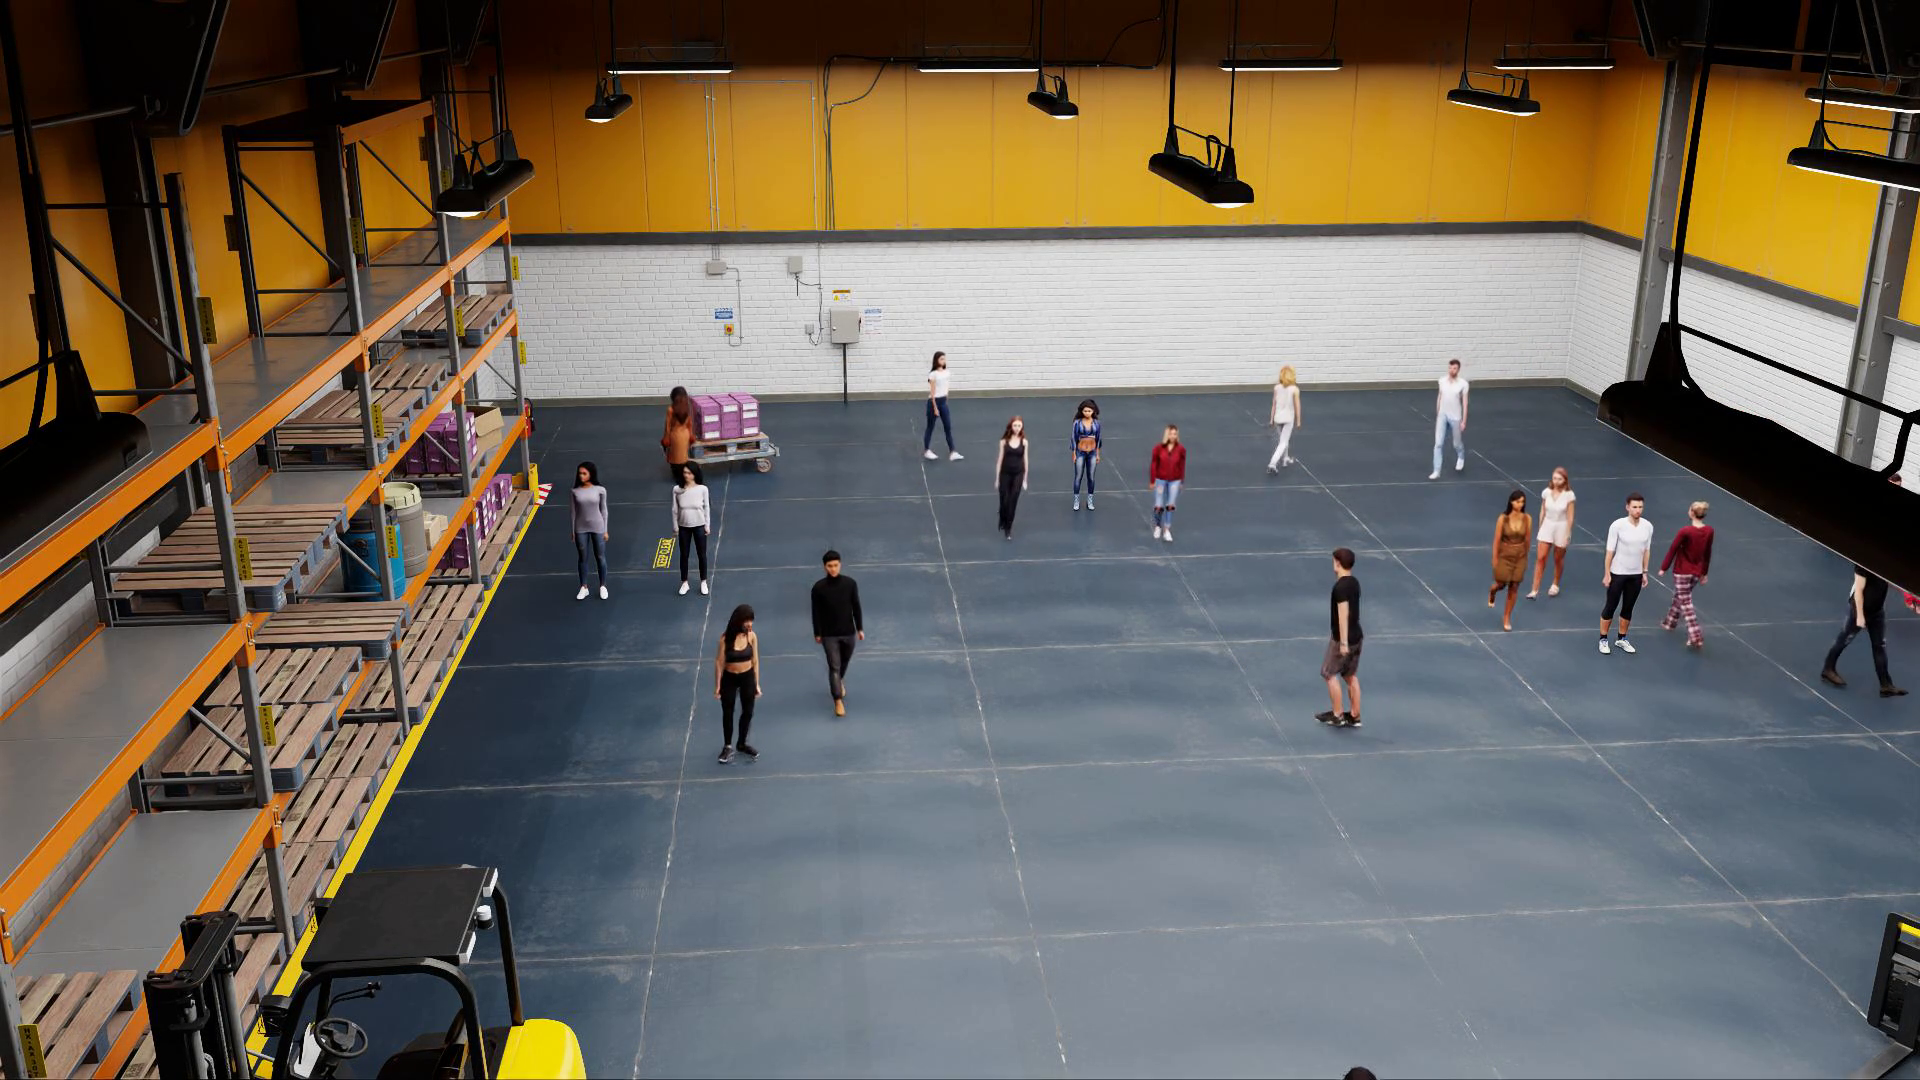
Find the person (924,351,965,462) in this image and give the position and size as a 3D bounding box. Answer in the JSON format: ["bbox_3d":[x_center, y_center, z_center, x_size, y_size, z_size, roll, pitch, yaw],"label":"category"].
[{"bbox_3d":[-0.431,-2.091,26.118,0.960,1.742,1.078,-16,24,-39],"label":"person"}]

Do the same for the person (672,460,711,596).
[{"bbox_3d":[-3.292,-0.166,20.466,0.606,1.700,0.526,-1,19,-3],"label":"person"}]

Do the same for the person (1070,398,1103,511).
[{"bbox_3d":[1.800,-1.218,23.724,0.595,1.616,0.538,-1,19,-3],"label":"person"}]

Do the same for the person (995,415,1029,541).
[{"bbox_3d":[0.691,-0.871,22.526,0.613,1.723,0.718,-1,19,-4],"label":"person"}]

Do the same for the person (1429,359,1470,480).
[{"bbox_3d":[7.494,-1.854,25.295,1.154,1.818,1.240,13,23,34],"label":"person"}]

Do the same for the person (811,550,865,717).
[{"bbox_3d":[-1.275,0.906,17.293,0.813,1.695,1.136,-5,19,-15],"label":"person"}]

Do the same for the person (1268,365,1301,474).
[{"bbox_3d":[4.935,-1.827,25.498,1.070,1.637,1.128,16,24,39],"label":"person"}]

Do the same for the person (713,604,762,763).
[{"bbox_3d":[-2.143,1.369,16.035,0.661,1.621,0.640,-3,19,-9],"label":"person"}]

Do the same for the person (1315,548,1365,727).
[{"bbox_3d":[3.943,1.021,16.760,0.921,1.817,0.844,7,20,19],"label":"person"}]

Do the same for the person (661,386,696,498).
[{"bbox_3d":[-3.999,-1.354,23.987,1.096,1.705,1.046,15,23,37],"label":"person"}]

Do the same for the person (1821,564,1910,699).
[{"bbox_3d":[9.495,0.724,17.603,0.913,1.841,1.275,-7,20,-20],"label":"person"}]

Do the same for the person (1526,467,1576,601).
[{"bbox_3d":[7.299,-0.087,20.301,0.993,1.656,1.110,12,22,32],"label":"person"}]

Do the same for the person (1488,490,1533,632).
[{"bbox_3d":[6.398,0.212,19.381,0.594,1.677,0.813,0,19,0],"label":"person"}]

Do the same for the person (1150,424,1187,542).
[{"bbox_3d":[2.789,-0.791,22.442,0.609,1.625,0.584,-1,19,-3],"label":"person"}]

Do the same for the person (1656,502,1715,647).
[{"bbox_3d":[8.280,0.411,18.822,0.791,1.656,1.099,-6,20,-18],"label":"person"}]

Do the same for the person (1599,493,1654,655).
[{"bbox_3d":[7.476,0.356,18.681,0.655,1.851,0.553,-1,19,-3],"label":"person"}]

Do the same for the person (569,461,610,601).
[{"bbox_3d":[-4.512,-0.130,20.300,0.598,1.738,0.512,-1,19,-3],"label":"person"}]

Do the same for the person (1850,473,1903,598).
[{"bbox_3d":[10.758,0.097,19.455,0.643,1.847,0.542,-1,19,-3],"label":"person"}]
